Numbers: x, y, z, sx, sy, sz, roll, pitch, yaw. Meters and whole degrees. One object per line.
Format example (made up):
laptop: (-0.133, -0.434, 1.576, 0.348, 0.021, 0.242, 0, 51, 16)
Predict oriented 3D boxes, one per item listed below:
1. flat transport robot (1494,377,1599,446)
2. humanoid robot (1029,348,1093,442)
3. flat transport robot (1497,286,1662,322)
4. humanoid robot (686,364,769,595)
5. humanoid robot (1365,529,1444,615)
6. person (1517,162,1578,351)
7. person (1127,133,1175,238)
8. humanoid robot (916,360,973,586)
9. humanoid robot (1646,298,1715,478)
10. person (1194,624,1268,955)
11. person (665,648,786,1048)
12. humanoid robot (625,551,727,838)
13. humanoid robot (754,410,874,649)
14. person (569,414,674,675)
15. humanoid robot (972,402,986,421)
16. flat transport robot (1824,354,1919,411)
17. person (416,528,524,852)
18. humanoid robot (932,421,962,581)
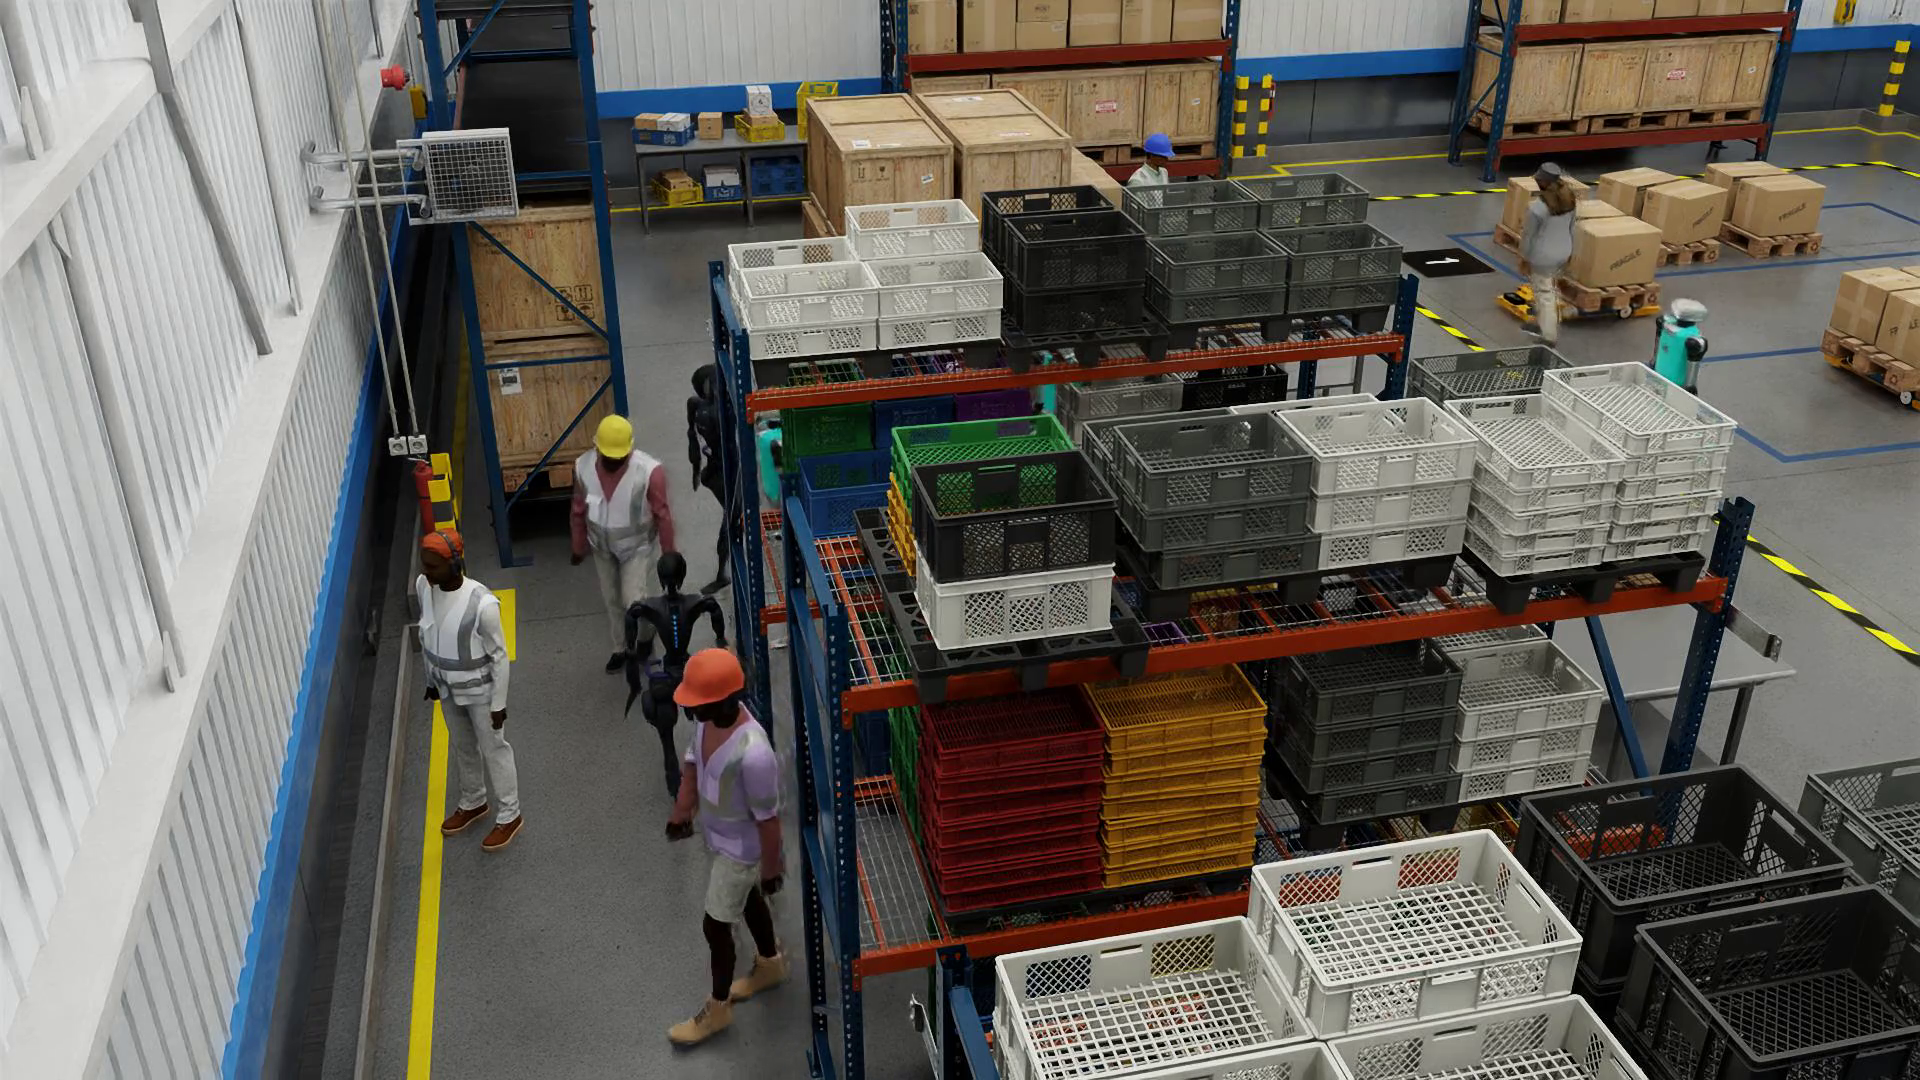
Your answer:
flat transport robot: (4.780, -1.036, 14.013, 0.659, 0.231, 1.431, -6, 28, -12)
humanoid robot: (0.537, -0.531, 11.512, 0.540, 1.771, 0.977, 23, 35, 36)
flat transport robot: (6.179, -2.401, 16.572, 1.431, 0.197, 0.652, -6, 28, -12)
humanoid robot: (-1.593, -0.487, 11.527, 0.609, 1.618, 0.807, 18, 33, 31)
humanoid robot: (2.648, 0.244, 10.076, 0.619, 1.641, 0.439, -13, 31, -23)
person: (5.440, -2.654, 15.507, 0.556, 1.719, 0.719, -16, 32, -27)
person: (1.785, -2.884, 15.732, 0.412, 1.939, 0.602, 18, 33, 31)
humanoid robot: (-0.203, -0.478, 11.299, 0.698, 1.729, 0.546, 20, 34, 33)
humanoid robot: (5.408, -0.917, 12.292, 0.743, 1.834, 0.576, -5, 28, -10)
person: (1.309, 1.207, 8.070, 0.429, 1.841, 0.633, 22, 35, 36)
person: (-1.150, 1.376, 7.559, 0.758, 2.016, 0.628, -14, 31, -24)
humanoid robot: (-1.549, 0.775, 9.078, 0.583, 1.641, 0.652, -6, 28, -11)
humanoid robot: (-0.840, -0.117, 10.724, 0.932, 1.790, 0.546, -9, 29, -17)
person: (-2.109, 0.029, 10.333, 0.641, 1.805, 0.428, 9, 29, 16)
humanoid robot: (0.097, -0.230, 10.969, 0.328, 1.653, 0.600, -12, 30, -22)
flat transport robot: (8.473, -1.467, 14.800, 0.652, 0.197, 1.431, -6, 28, -12)
person: (-2.624, 0.789, 8.821, 0.579, 1.881, 0.352, 16, 32, 27)
humanoid robot: (0.110, 0.060, 10.422, 0.806, 1.835, 0.538, -7, 29, -13)
